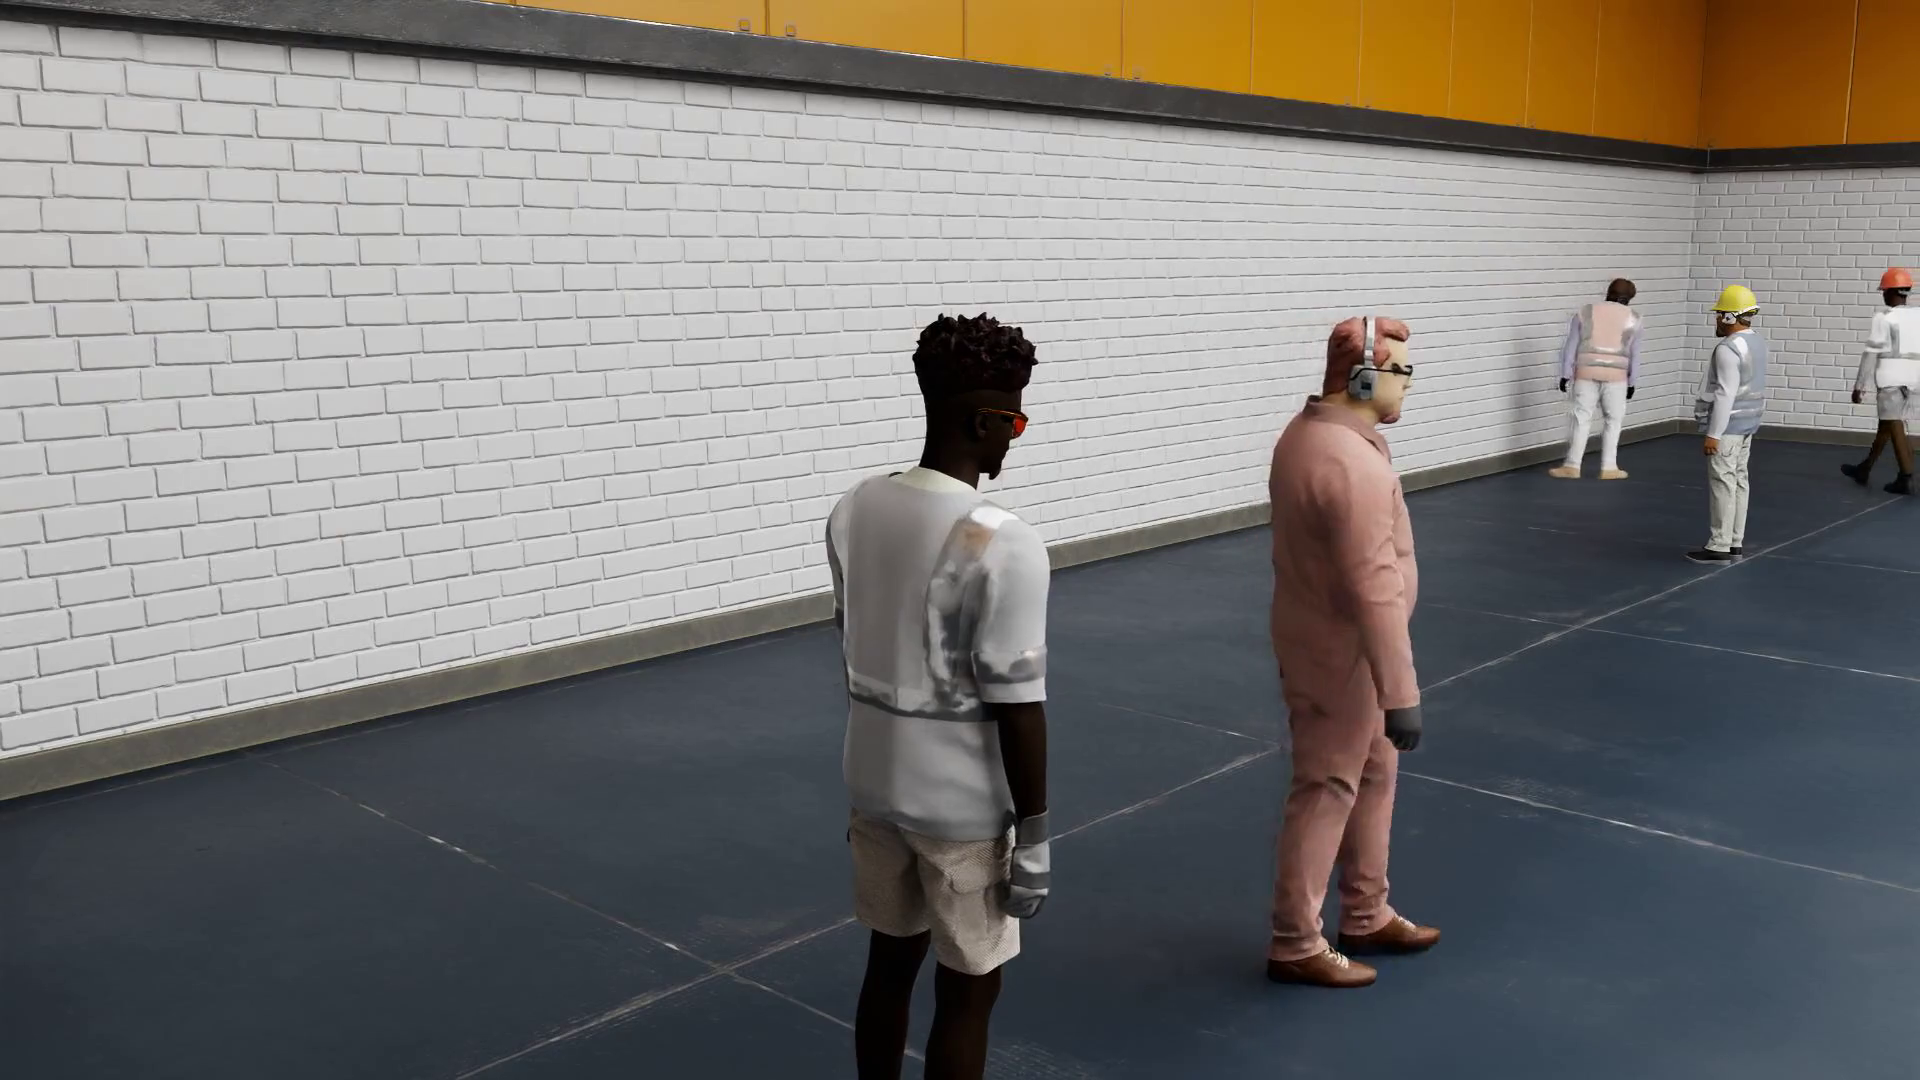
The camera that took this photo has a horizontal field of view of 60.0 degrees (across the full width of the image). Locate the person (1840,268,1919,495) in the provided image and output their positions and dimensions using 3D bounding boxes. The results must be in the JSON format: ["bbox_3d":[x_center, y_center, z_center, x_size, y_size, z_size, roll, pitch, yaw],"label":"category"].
[{"bbox_3d":[7.913,-1.366,14.264,0.569,1.891,0.948,-3,10,-16],"label":"person"}]

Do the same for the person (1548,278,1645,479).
[{"bbox_3d":[5.737,-1.447,15.019,0.756,1.810,0.433,4,11,21],"label":"person"}]

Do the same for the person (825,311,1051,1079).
[{"bbox_3d":[-0.025,0.512,3.431,0.390,1.953,0.610,-9,13,-40],"label":"person"}]

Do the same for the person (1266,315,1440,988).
[{"bbox_3d":[1.173,0.331,4.603,0.656,1.890,0.680,0,10,1],"label":"person"}]

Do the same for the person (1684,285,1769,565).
[{"bbox_3d":[5.051,-0.752,10.955,0.404,1.832,0.600,9,14,43],"label":"person"}]
